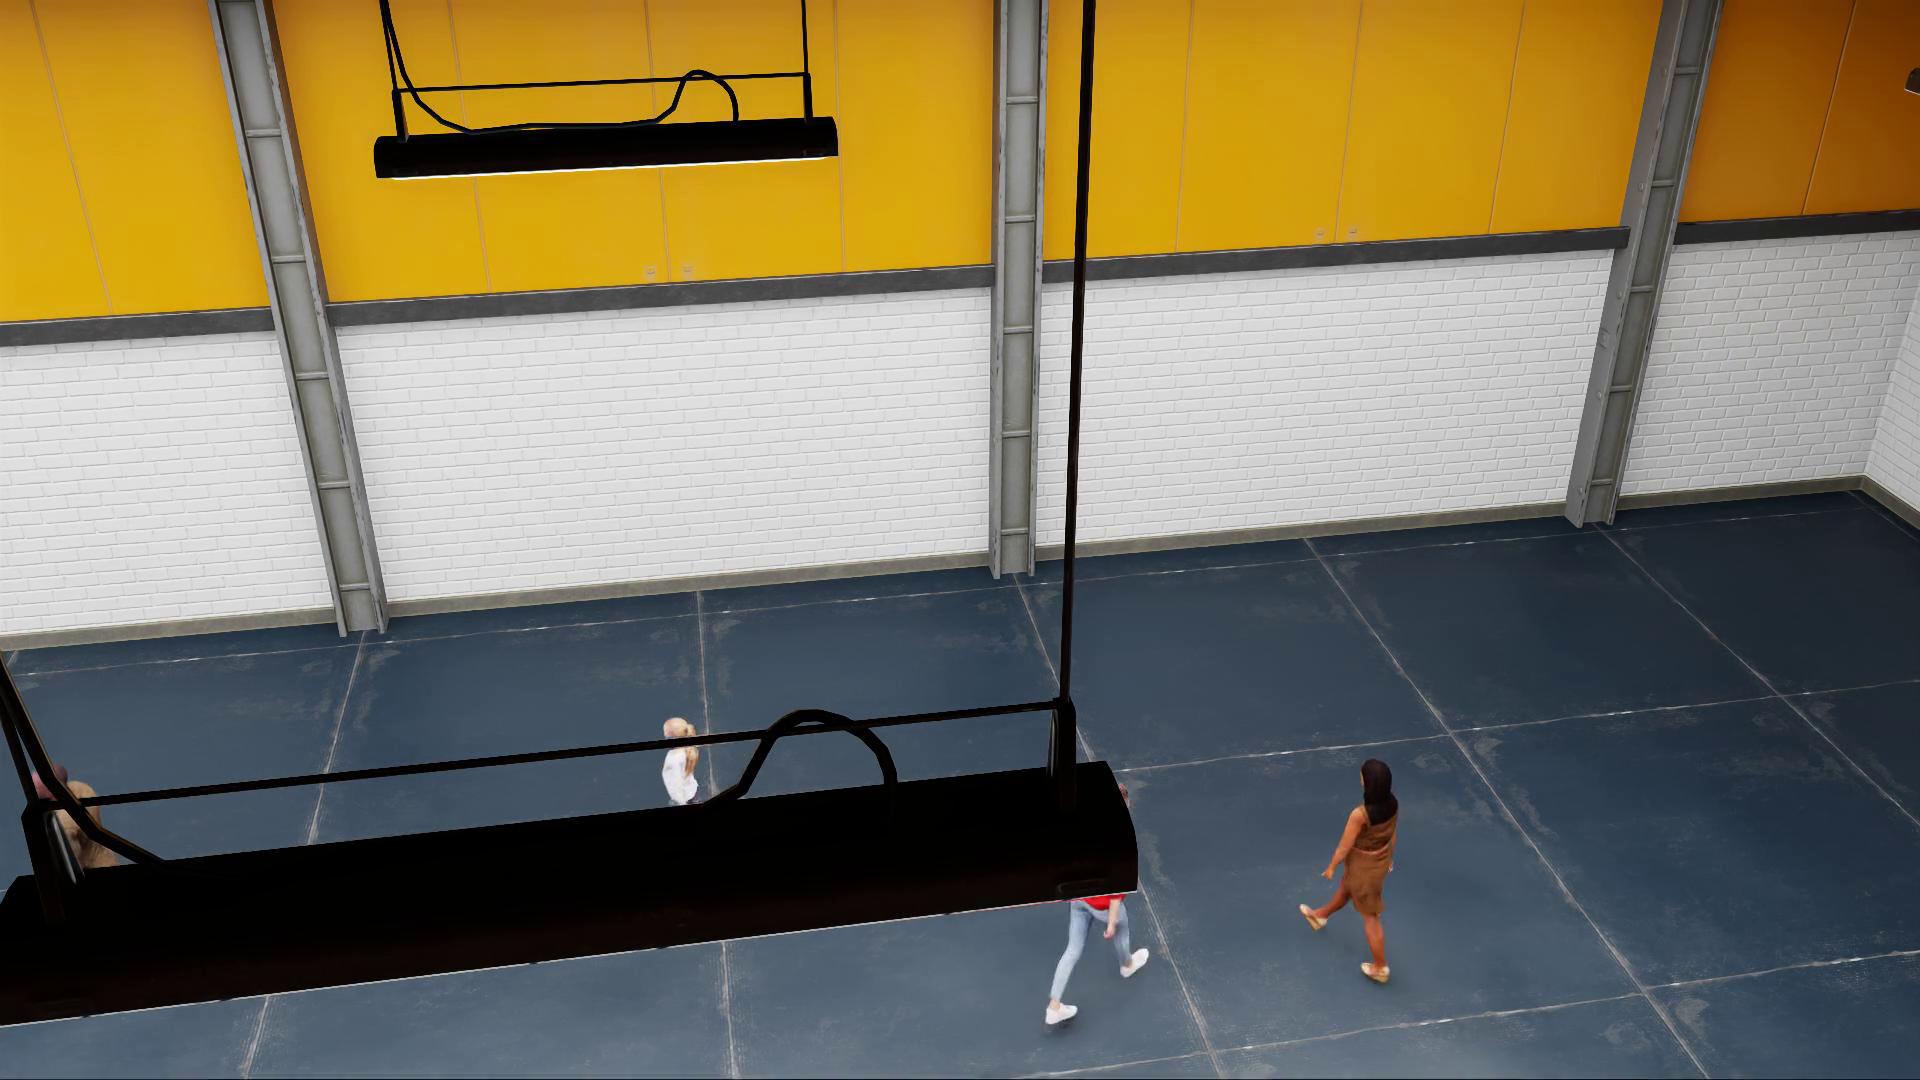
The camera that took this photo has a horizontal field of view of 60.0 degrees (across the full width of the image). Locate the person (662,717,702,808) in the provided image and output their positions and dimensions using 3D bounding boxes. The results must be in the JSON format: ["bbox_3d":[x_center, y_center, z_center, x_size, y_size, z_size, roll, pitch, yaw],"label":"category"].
[{"bbox_3d":[-1.911,1.822,11.911,0.972,1.251,0.717,5,29,9],"label":"person"}]

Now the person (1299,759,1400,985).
[{"bbox_3d":[2.706,2.197,10.804,1.047,1.652,0.989,-23,36,-35],"label":"person"}]

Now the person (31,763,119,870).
[{"bbox_3d":[-5.591,2.166,10.686,0.565,1.821,0.719,-6,29,-11],"label":"person"}]

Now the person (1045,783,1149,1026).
[{"bbox_3d":[0.814,2.353,10.532,1.253,1.640,1.072,-23,36,-36],"label":"person"}]
